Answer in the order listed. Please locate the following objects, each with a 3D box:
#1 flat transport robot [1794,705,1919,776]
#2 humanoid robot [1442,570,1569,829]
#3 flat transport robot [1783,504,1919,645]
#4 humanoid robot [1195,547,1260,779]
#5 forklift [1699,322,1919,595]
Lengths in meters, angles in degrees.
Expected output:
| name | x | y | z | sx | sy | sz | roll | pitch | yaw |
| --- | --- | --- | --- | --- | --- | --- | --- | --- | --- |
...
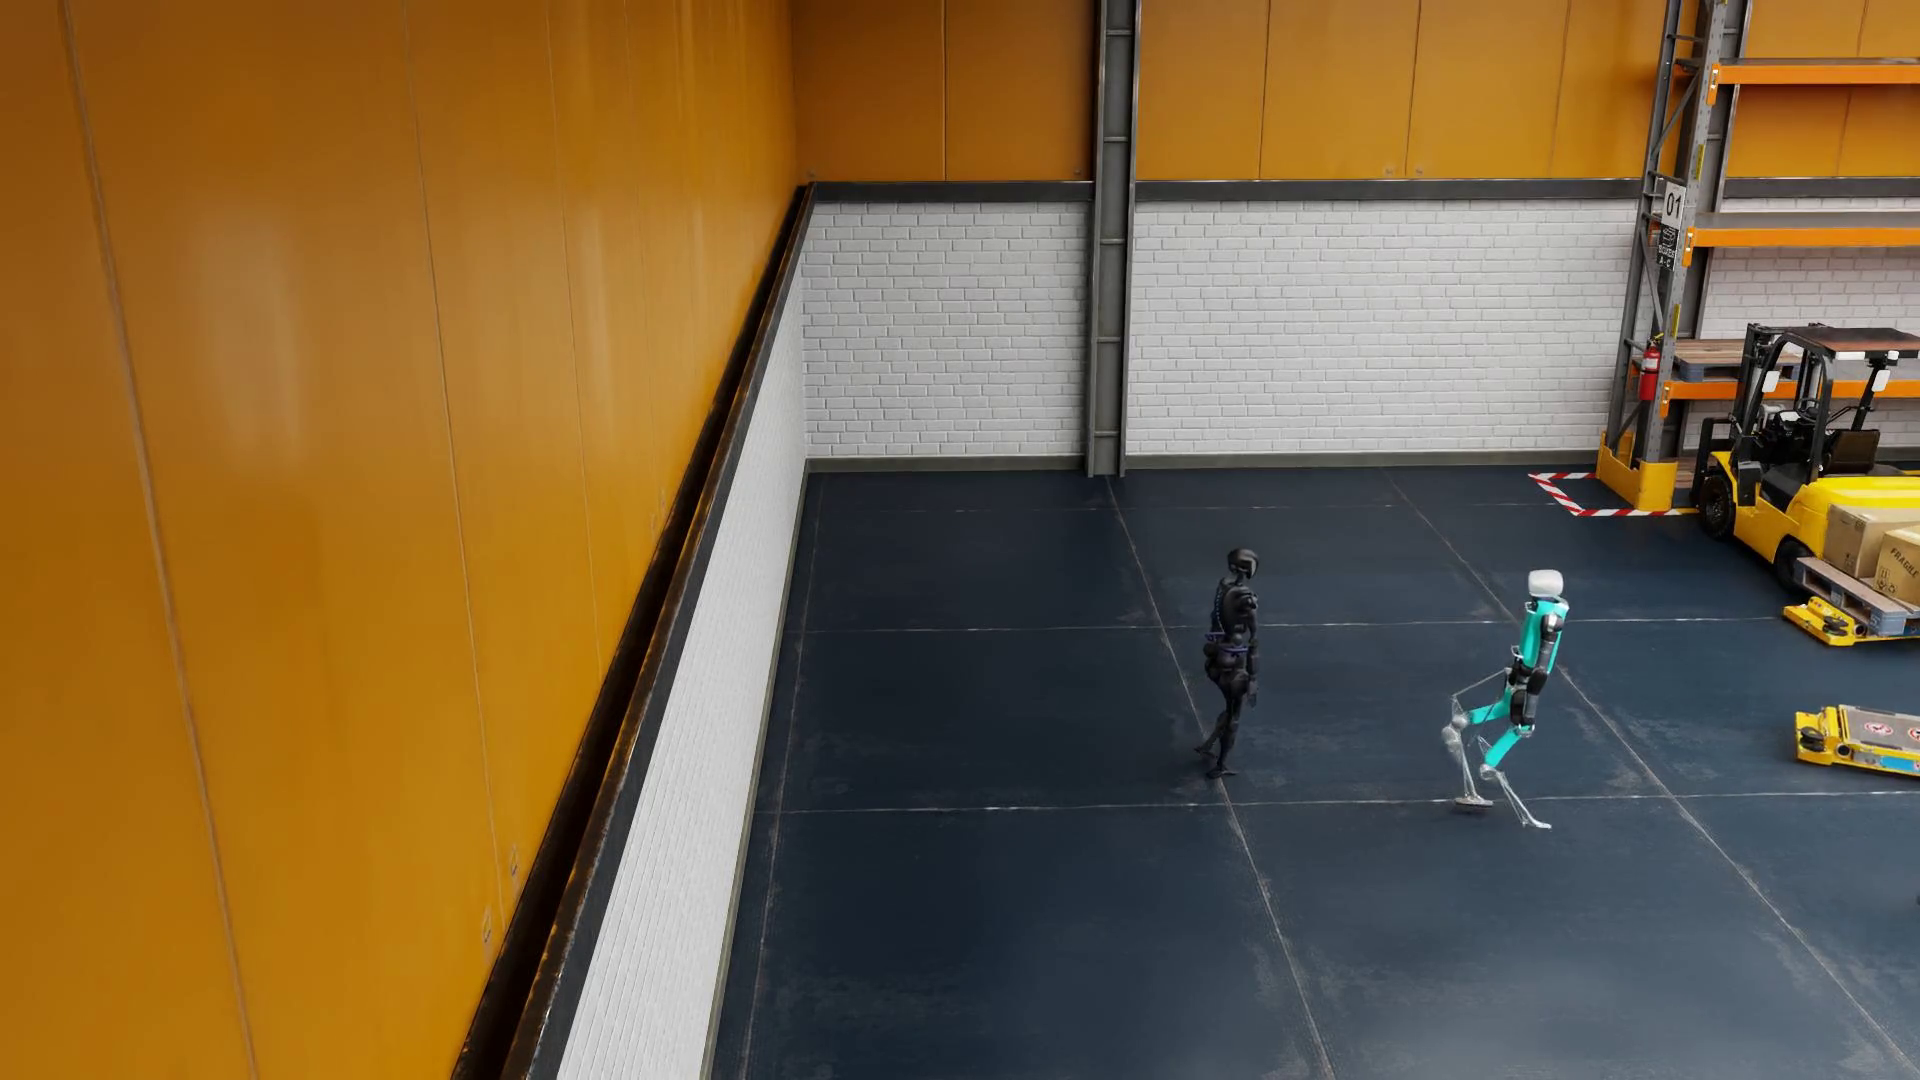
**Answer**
| name | x | y | z | sx | sy | sz | roll | pitch | yaw |
| --- | --- | --- | --- | --- | --- | --- | --- | --- | --- |
| flat transport robot | 6.639 | 1.454 | 11.612 | 1.431 | 0.231 | 0.659 | 9 | 22 | 22 |
| humanoid robot | 3.444 | 1.035 | 10.659 | 0.854 | 1.799 | 0.545 | 4 | 21 | 10 |
| flat transport robot | 7.707 | 0.635 | 13.830 | 1.431 | 0.231 | 0.659 | -3 | 20 | -7 |
| humanoid robot | 1.849 | 0.829 | 11.268 | 0.335 | 1.642 | 0.614 | -7 | 21 | -19 |
| forklift | 7.809 | -0.792 | 14.926 | 1.214 | 2.155 | 2.313 | -1 | 20 | -2 |
